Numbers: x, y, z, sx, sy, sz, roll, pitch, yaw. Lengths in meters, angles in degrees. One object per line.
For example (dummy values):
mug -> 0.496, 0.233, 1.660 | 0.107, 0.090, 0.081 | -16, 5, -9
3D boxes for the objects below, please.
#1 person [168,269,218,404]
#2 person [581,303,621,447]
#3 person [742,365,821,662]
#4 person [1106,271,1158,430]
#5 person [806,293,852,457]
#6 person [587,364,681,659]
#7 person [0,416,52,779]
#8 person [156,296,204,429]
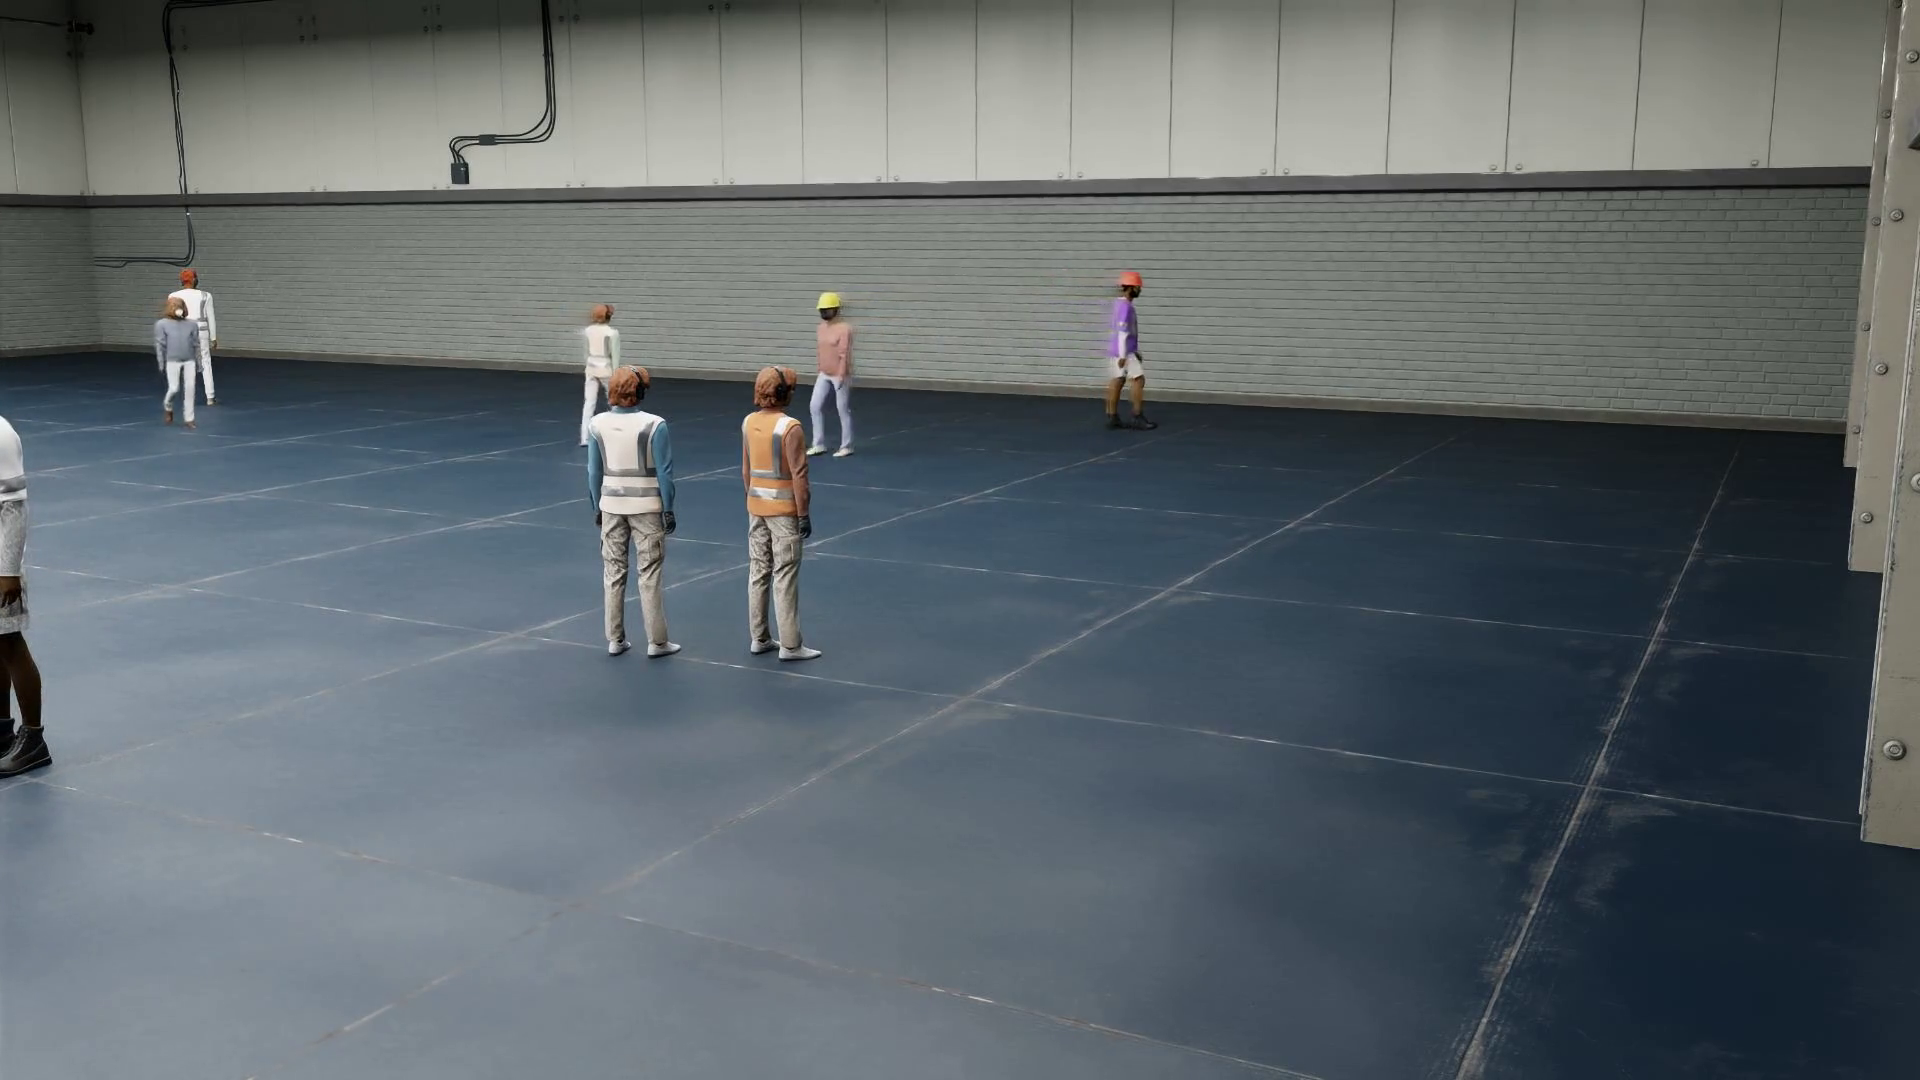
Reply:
person -> -10.641, -2.810, 23.097 | 0.576, 1.883, 0.352 | -4, 11, -21
person -> -3.991, -1.854, 18.676 | 0.514, 1.593, 0.865 | 4, 11, 21
person -> -1.015, -0.145, 9.227 | 0.514, 1.641, 0.309 | 10, 14, 44
person -> 2.125, -2.285, 20.149 | 0.759, 1.909, 0.565 | 0, 10, 0
person -> -1.398, -1.724, 17.564 | 0.527, 1.747, 0.658 | 9, 14, 40
person -> -1.824, -0.153, 9.267 | 0.514, 1.642, 0.310 | 3, 11, 16
person -> -4.269, 0.077, 7.210 | 0.551, 1.932, 0.376 | 7, 12, 33
person -> -9.552, -2.173, 20.344 | 0.505, 1.617, 0.473 | -9, 14, -41
